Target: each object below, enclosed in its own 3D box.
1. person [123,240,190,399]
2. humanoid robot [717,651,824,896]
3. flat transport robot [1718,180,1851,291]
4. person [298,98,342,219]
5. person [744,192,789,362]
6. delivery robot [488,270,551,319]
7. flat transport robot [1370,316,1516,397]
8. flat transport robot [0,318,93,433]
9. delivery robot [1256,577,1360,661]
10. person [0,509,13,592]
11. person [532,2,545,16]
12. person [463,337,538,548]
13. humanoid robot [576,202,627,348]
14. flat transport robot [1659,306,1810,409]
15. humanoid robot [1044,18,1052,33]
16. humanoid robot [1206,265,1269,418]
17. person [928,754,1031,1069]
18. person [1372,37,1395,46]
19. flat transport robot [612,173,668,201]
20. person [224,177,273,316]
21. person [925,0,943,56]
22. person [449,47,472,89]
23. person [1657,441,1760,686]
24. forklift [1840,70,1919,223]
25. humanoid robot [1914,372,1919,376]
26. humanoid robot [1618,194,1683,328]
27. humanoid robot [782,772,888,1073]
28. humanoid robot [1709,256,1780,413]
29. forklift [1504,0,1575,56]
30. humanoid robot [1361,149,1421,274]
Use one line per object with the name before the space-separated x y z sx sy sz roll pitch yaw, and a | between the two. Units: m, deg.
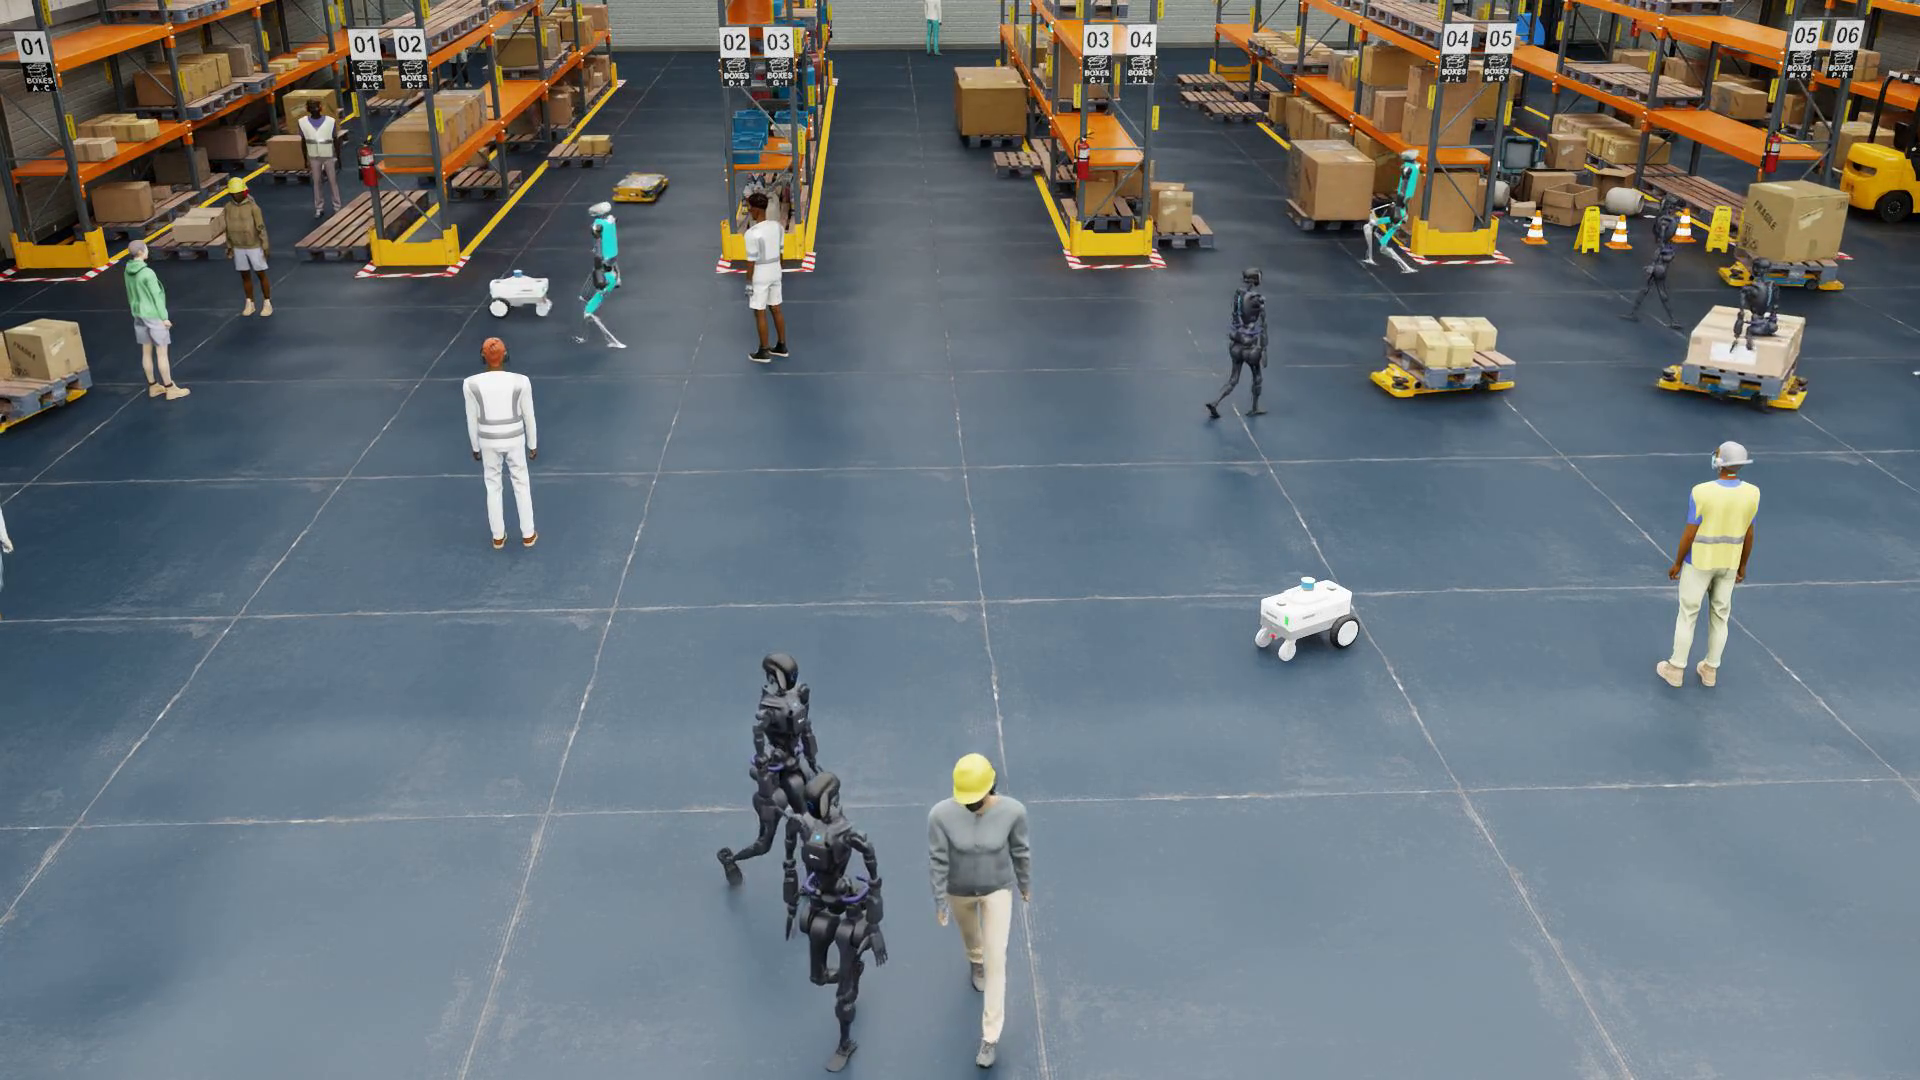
person | -8.771 -2.383 18.013 0.471 1.743 0.336 11 26 24
humanoid robot | -1.080 1.359 9.732 0.748 1.632 0.602 12 27 26
flat transport robot | 11.114 -3.580 22.517 1.431 0.231 0.659 4 24 9
person | -9.937 -5.957 25.917 0.563 1.846 0.397 -5 25 -12
person | -2.262 -3.040 19.234 0.366 1.956 0.602 16 29 32
delivery robot | -5.620 -3.121 21.155 0.816 0.612 0.499 -2 24 -4
flat transport robot | 5.389 -1.823 18.569 1.431 0.231 0.659 -5 25 -12
flat transport robot | -10.082 -1.435 17.697 0.659 0.231 1.431 6 25 12
delivery robot | 2.682 0.579 12.843 0.811 0.614 0.499 -14 28 -29
person | -7.547 -0.034 12.584 0.571 1.876 0.773 -19 30 -36
person | -10.429 -12.665 40.979 0.510 1.855 0.404 1 24 3
person | -3.939 -0.829 14.366 0.565 1.879 0.351 -6 25 -13
humanoid robot | -4.384 -3.074 19.697 0.766 1.877 0.530 6 25 13
flat transport robot | 8.545 -1.731 18.362 1.431 0.231 0.659 15 28 30
humanoid robot | 2.328 -12.980 41.663 0.735 1.681 0.533 5 24 10
humanoid robot | 2.959 -2.061 17.415 0.686 1.640 0.583 -13 27 -26
person | 0.104 1.804 8.651 0.521 1.701 0.946 1 24 3
person | 10.636 -12.834 41.492 0.947 1.756 0.605 -3 24 -7
flat transport robot | -5.306 -5.855 27.628 0.659 0.231 1.431 1 24 1
person | -8.971 -3.704 20.964 0.541 1.756 0.415 2 24 3
person | -0.672 -13.293 42.500 0.523 1.769 0.323 20 31 38
person | -11.375 -11.081 37.612 0.529 1.697 0.321 0 24 -1
person | 5.445 0.191 12.049 0.543 1.892 0.394 1 24 2
forklift | 15.132 -6.143 25.915 2.313 2.155 1.214 -1 24 -2
humanoid robot | 11.055 -2.508 18.419 0.553 1.894 0.774 -9 26 -19
humanoid robot | 8.645 -3.442 20.543 0.790 1.634 0.600 13 27 26
humanoid robot | -0.591 1.884 8.534 0.611 1.639 0.613 11 26 24
humanoid robot | 8.457 -2.187 17.682 0.588 1.637 0.571 -11 26 -23
forklift | 14.700 -13.805 42.301 1.873 2.768 1.129 -1 24 -2
humanoid robot | 5.856 -4.486 22.792 1.034 1.757 0.544 13 27 27
